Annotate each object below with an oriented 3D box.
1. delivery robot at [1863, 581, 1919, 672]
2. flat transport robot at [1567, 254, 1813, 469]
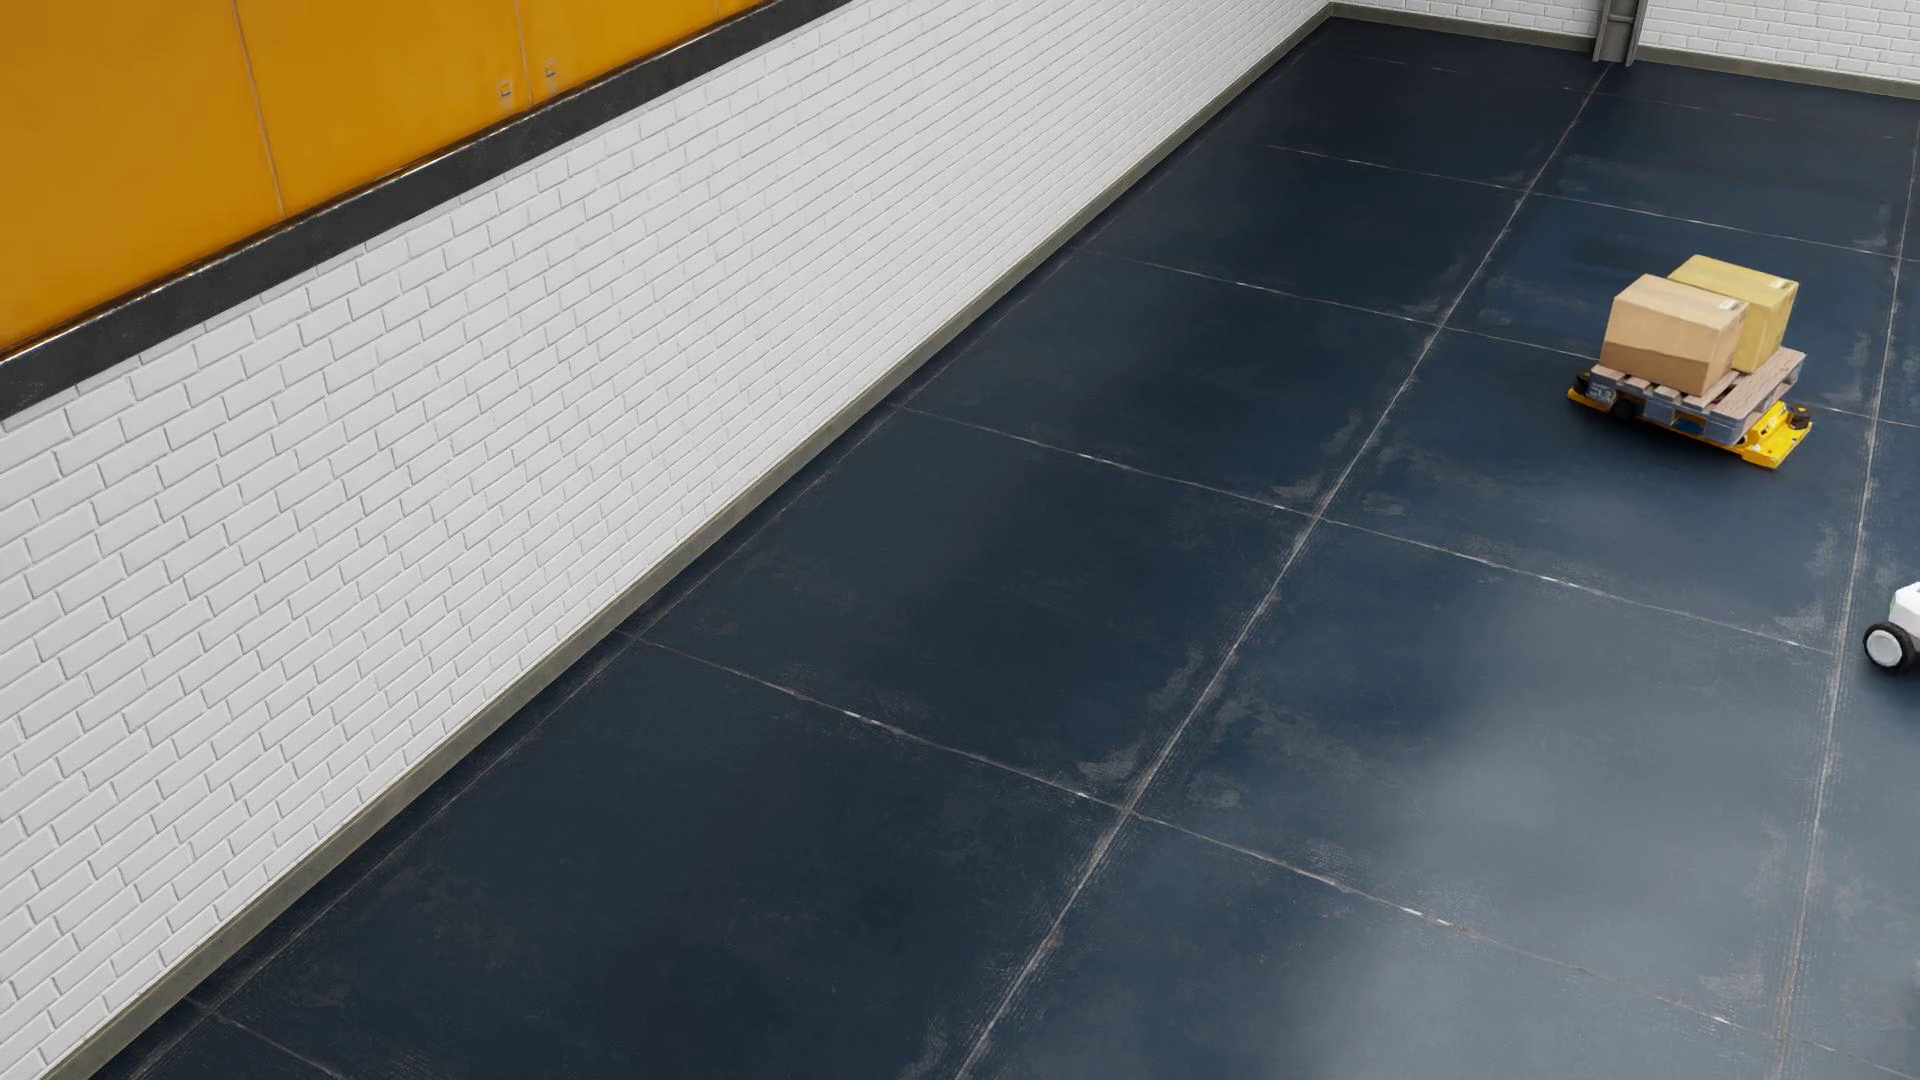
[{"bbox_3d":[5.345,0.529,8.919,0.499,0.579,0.753,-16,37,-23],"label":"delivery robot"},{"bbox_3d":[4.973,-0.922,11.350,1.431,0.231,0.659,26,42,33],"label":"flat transport robot"}]
